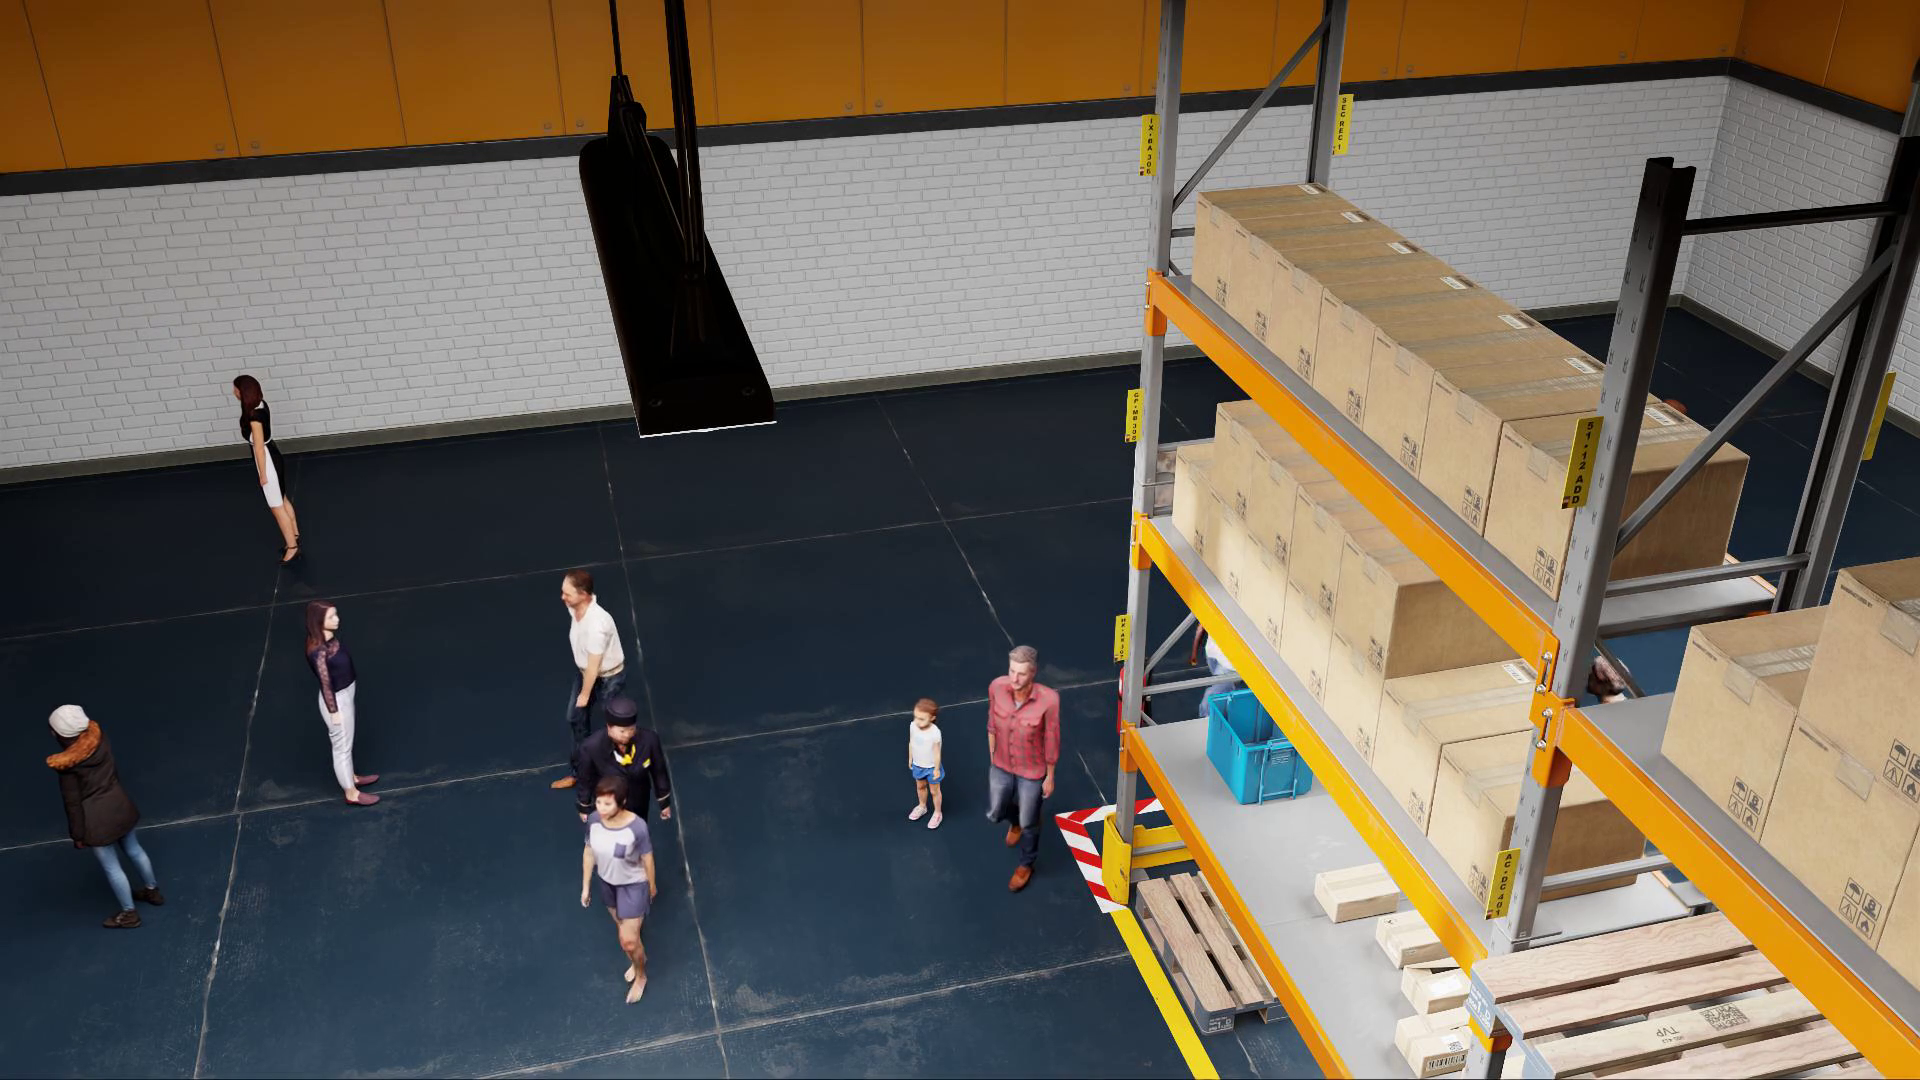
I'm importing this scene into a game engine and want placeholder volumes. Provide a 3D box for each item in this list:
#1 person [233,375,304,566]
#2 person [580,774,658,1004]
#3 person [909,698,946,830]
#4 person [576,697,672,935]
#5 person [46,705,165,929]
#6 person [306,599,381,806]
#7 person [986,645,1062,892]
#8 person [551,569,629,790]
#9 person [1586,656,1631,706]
[{"bbox_3d":[-6.103,-0.632,14.703,0.620,1.793,0.433,-7,29,-13],"label":"person"},{"bbox_3d":[-2.011,2.027,10.086,0.717,1.547,0.775,13,31,22],"label":"person"},{"bbox_3d":[-0.225,1.528,11.553,0.466,1.019,0.536,19,34,31],"label":"person"},{"bbox_3d":[-2.162,1.664,10.645,0.810,1.650,0.884,-13,31,-22],"label":"person"},{"bbox_3d":[-5.422,1.733,10.539,0.771,1.630,0.664,6,29,11],"label":"person"},{"bbox_3d":[-4.346,1.129,11.671,0.646,1.606,0.449,-8,30,-14],"label":"person"},{"bbox_3d":[0.443,1.428,10.901,0.913,1.819,0.976,13,31,23],"label":"person"},{"bbox_3d":[-2.428,0.968,11.738,0.890,1.824,0.940,-17,33,-29],"label":"person"},{"bbox_3d":[4.110,1.587,10.573,0.929,1.854,0.872,19,34,31],"label":"person"}]
